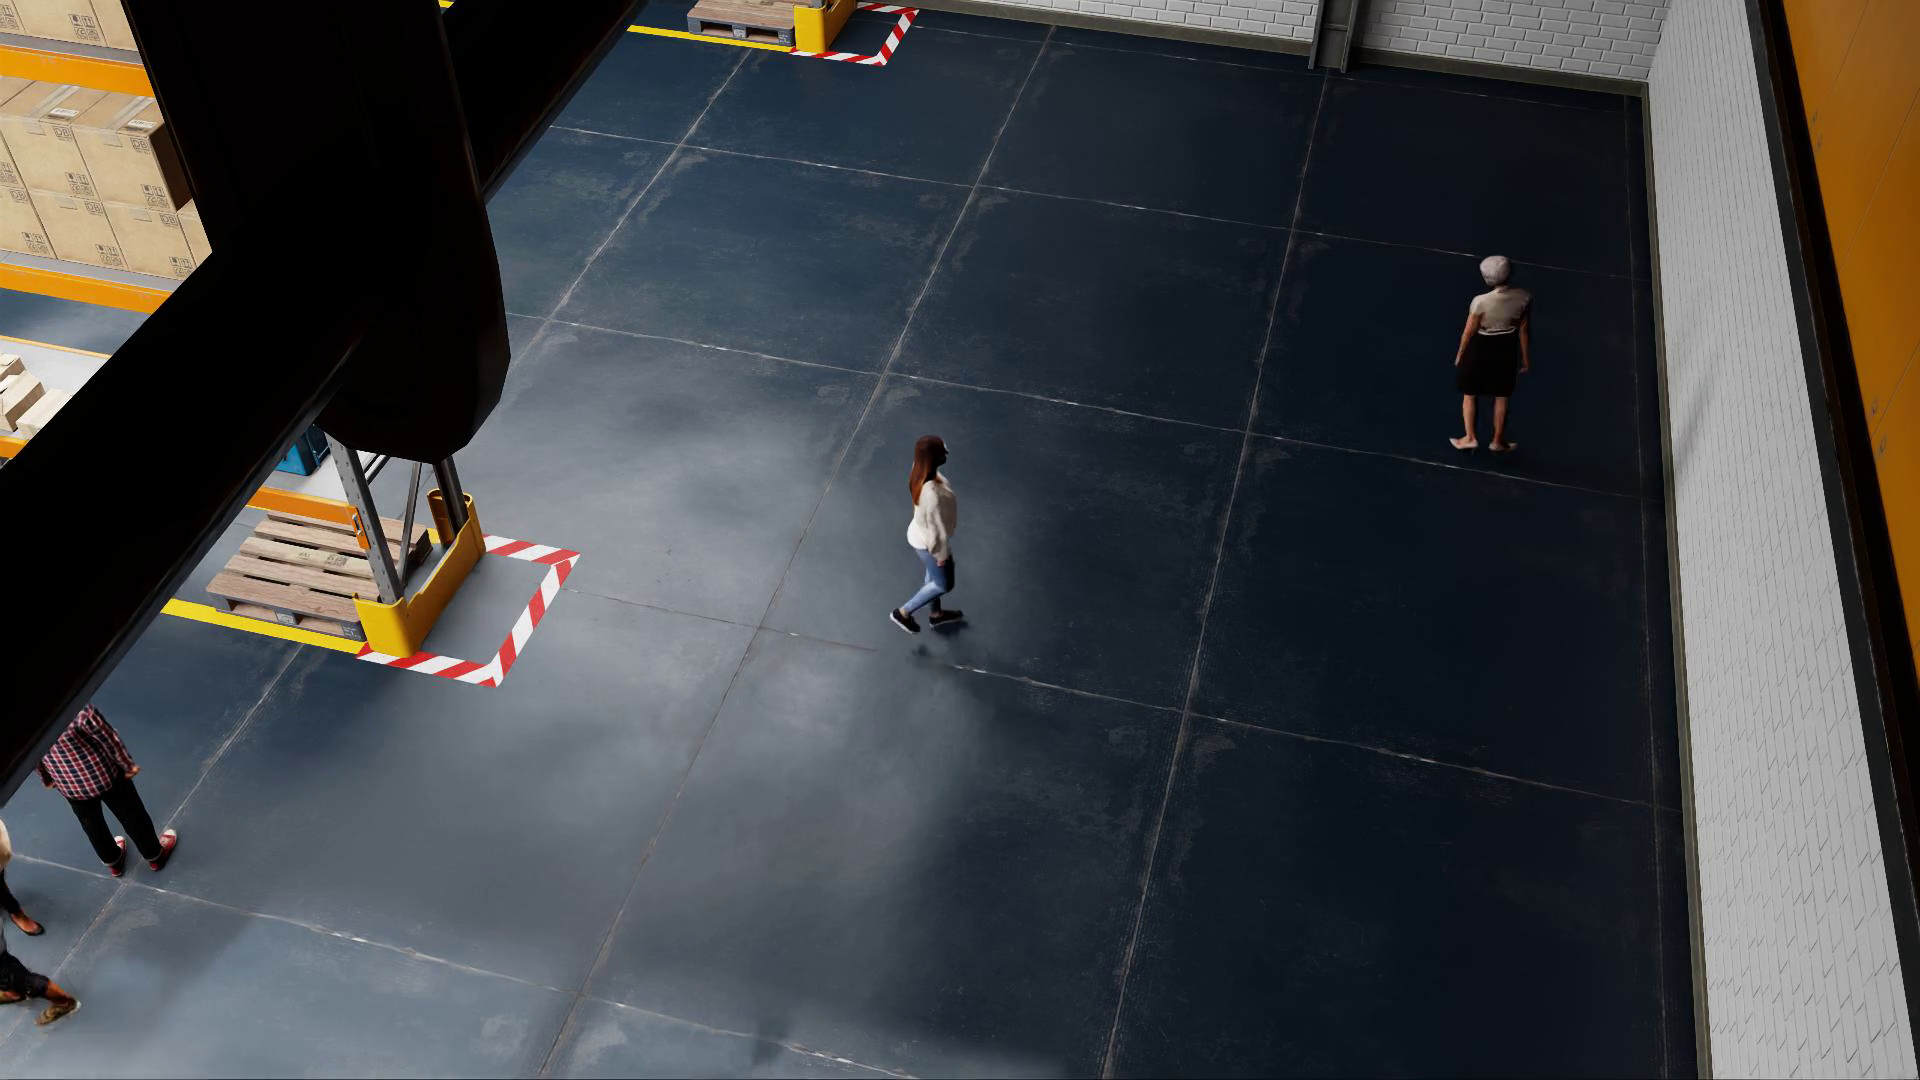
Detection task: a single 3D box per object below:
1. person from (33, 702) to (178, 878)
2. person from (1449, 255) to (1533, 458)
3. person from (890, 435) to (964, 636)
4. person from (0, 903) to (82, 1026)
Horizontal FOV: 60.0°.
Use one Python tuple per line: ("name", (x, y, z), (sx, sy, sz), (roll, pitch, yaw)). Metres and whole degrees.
("person", (-5.045, 1.329, 9.604), (0.702, 1.760, 0.842), (-7, 44, -8))
("person", (4.021, -1.324, 12.414), (0.658, 1.725, 0.902), (6, 44, 7))
("person", (-0.249, 0.009, 11.046), (0.894, 1.682, 0.808), (-9, 44, -9))
("person", (-5.290, 2.138, 9.004), (0.898, 1.416, 0.781), (-3, 44, -4))
